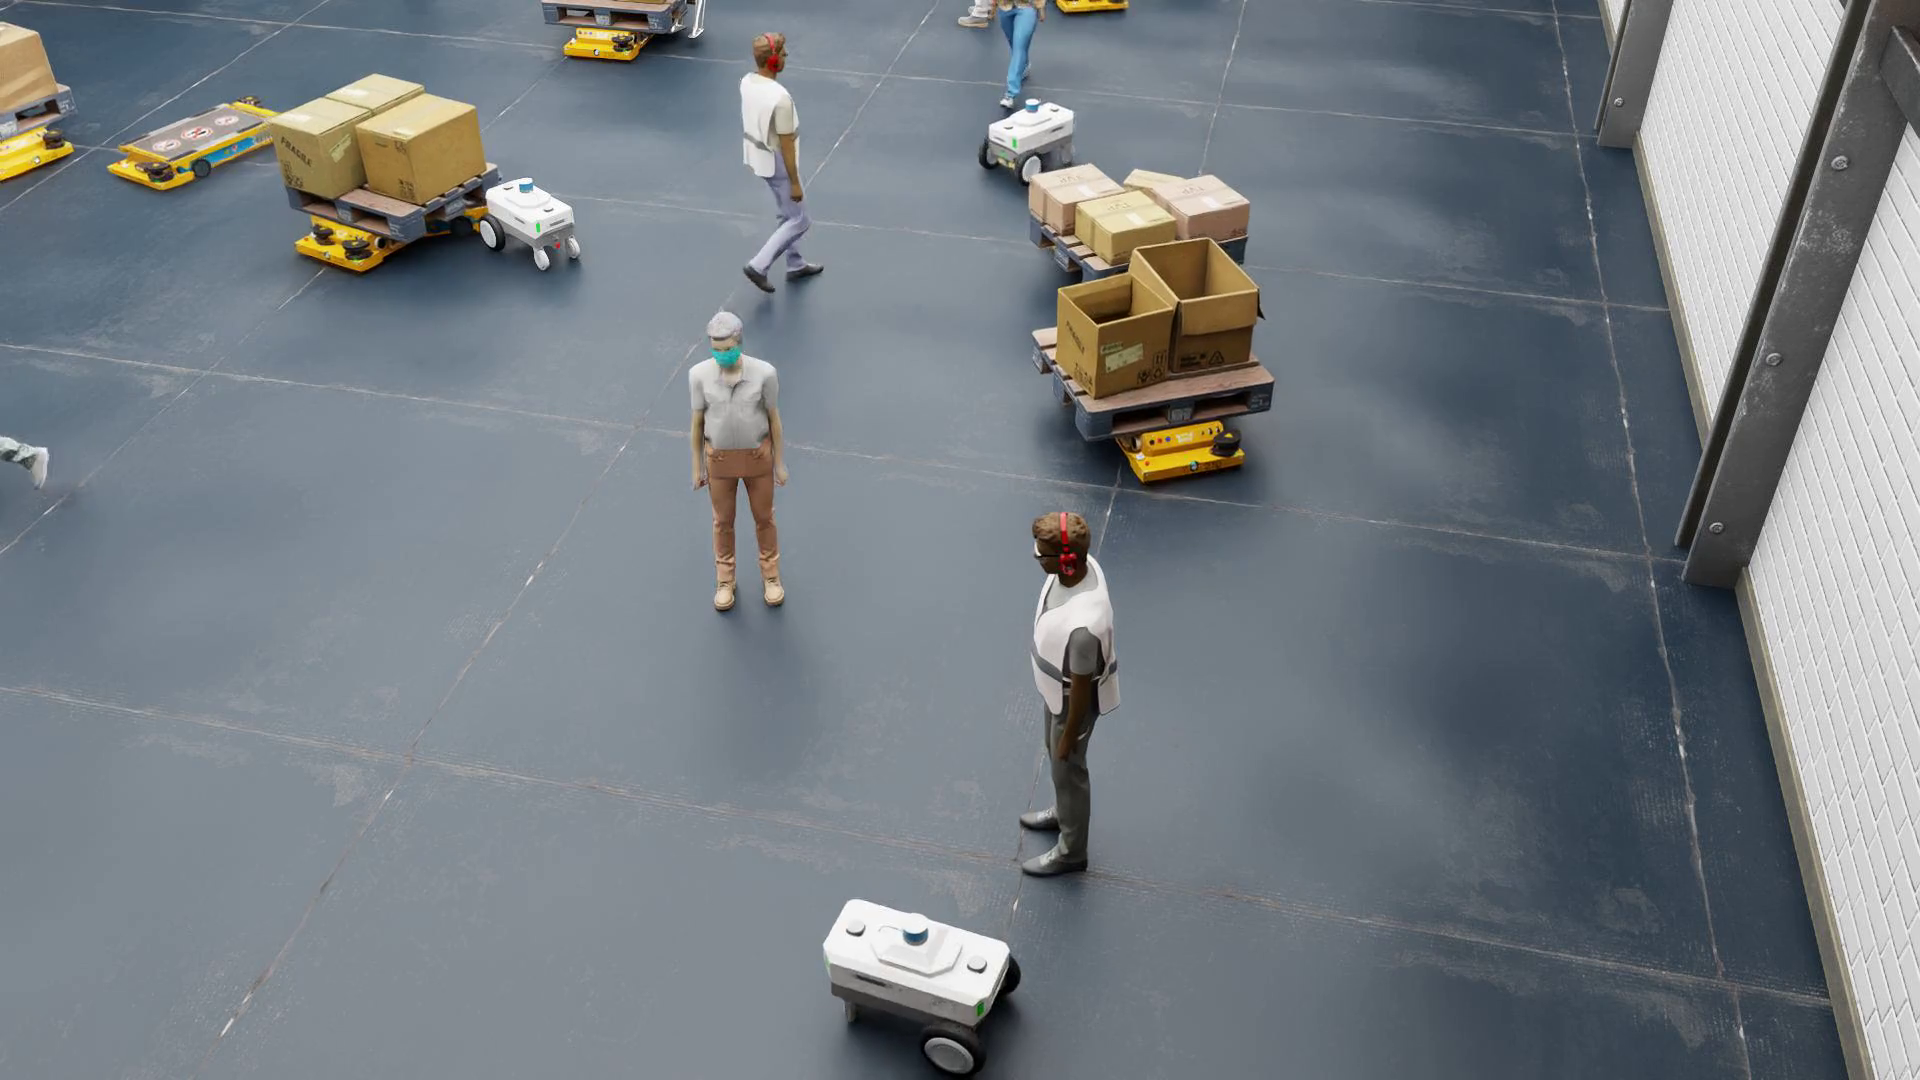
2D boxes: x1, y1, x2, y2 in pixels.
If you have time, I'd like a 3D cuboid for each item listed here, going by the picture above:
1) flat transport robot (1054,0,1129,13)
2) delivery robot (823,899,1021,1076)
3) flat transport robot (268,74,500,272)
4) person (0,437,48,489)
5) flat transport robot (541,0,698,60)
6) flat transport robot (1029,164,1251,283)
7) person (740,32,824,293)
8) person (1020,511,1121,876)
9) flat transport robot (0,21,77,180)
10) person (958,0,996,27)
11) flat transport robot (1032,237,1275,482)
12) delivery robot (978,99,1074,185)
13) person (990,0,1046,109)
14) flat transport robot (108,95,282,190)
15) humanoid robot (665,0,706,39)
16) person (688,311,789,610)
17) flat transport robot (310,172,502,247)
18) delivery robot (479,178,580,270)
[{"bbox_3d":[1.187,-5.652,16.782,0.659,0.231,1.431,-7,37,-10],"label":"flat transport robot"},{"bbox_3d":[-0.153,1.726,6.658,0.752,0.580,0.514,13,39,16],"label":"delivery robot"},{"bbox_3d":[-4.220,-2.445,12.490,0.659,0.231,1.431,19,41,23],"label":"flat transport robot"},{"bbox_3d":[-5.637,-0.951,9.279,0.583,1.728,0.489,-11,38,-14],"label":"person"},{"bbox_3d":[-3.175,-4.906,15.784,0.659,0.231,1.431,8,37,10],"label":"flat transport robot"},{"bbox_3d":[1.246,-1.956,11.836,0.659,0.231,1.431,-16,40,-20],"label":"flat transport robot"},{"bbox_3d":[-1.237,-2.538,11.308,0.644,1.826,0.608,-20,41,-25],"label":"person"},{"bbox_3d":[0.469,0.650,7.044,0.399,1.833,0.571,-3,37,-4],"label":"person"},{"bbox_3d":[-8.014,-3.291,13.623,1.431,0.231,0.659,20,41,25],"label":"flat transport robot"},{"bbox_3d":[0.190,-5.793,15.623,0.356,1.884,0.573,13,39,16],"label":"person"},{"bbox_3d":[1.183,-0.863,10.374,0.659,0.231,1.431,-10,38,-14],"label":"flat transport robot"},{"bbox_3d":[0.556,-3.212,13.270,0.765,0.585,0.499,-29,46,-33],"label":"delivery robot"},{"bbox_3d":[0.492,-4.599,14.203,0.500,1.666,0.969,15,39,19],"label":"person"},{"bbox_3d":[-6.132,-3.246,13.562,0.659,0.231,1.431,20,41,25],"label":"flat transport robot"},{"bbox_3d":[-2.523,-5.469,15.203,0.533,1.673,0.735,17,40,21],"label":"humanoid robot"},{"bbox_3d":[-1.135,-0.405,8.530,0.500,1.741,0.319,-4,37,-5],"label":"person"},{"bbox_3d":[-4.120,-2.455,12.504,1.431,0.231,0.659,-13,39,-17],"label":"flat transport robot"},{"bbox_3d":[-3.132,-2.355,12.112,0.747,0.572,0.499,31,46,34],"label":"delivery robot"}]
